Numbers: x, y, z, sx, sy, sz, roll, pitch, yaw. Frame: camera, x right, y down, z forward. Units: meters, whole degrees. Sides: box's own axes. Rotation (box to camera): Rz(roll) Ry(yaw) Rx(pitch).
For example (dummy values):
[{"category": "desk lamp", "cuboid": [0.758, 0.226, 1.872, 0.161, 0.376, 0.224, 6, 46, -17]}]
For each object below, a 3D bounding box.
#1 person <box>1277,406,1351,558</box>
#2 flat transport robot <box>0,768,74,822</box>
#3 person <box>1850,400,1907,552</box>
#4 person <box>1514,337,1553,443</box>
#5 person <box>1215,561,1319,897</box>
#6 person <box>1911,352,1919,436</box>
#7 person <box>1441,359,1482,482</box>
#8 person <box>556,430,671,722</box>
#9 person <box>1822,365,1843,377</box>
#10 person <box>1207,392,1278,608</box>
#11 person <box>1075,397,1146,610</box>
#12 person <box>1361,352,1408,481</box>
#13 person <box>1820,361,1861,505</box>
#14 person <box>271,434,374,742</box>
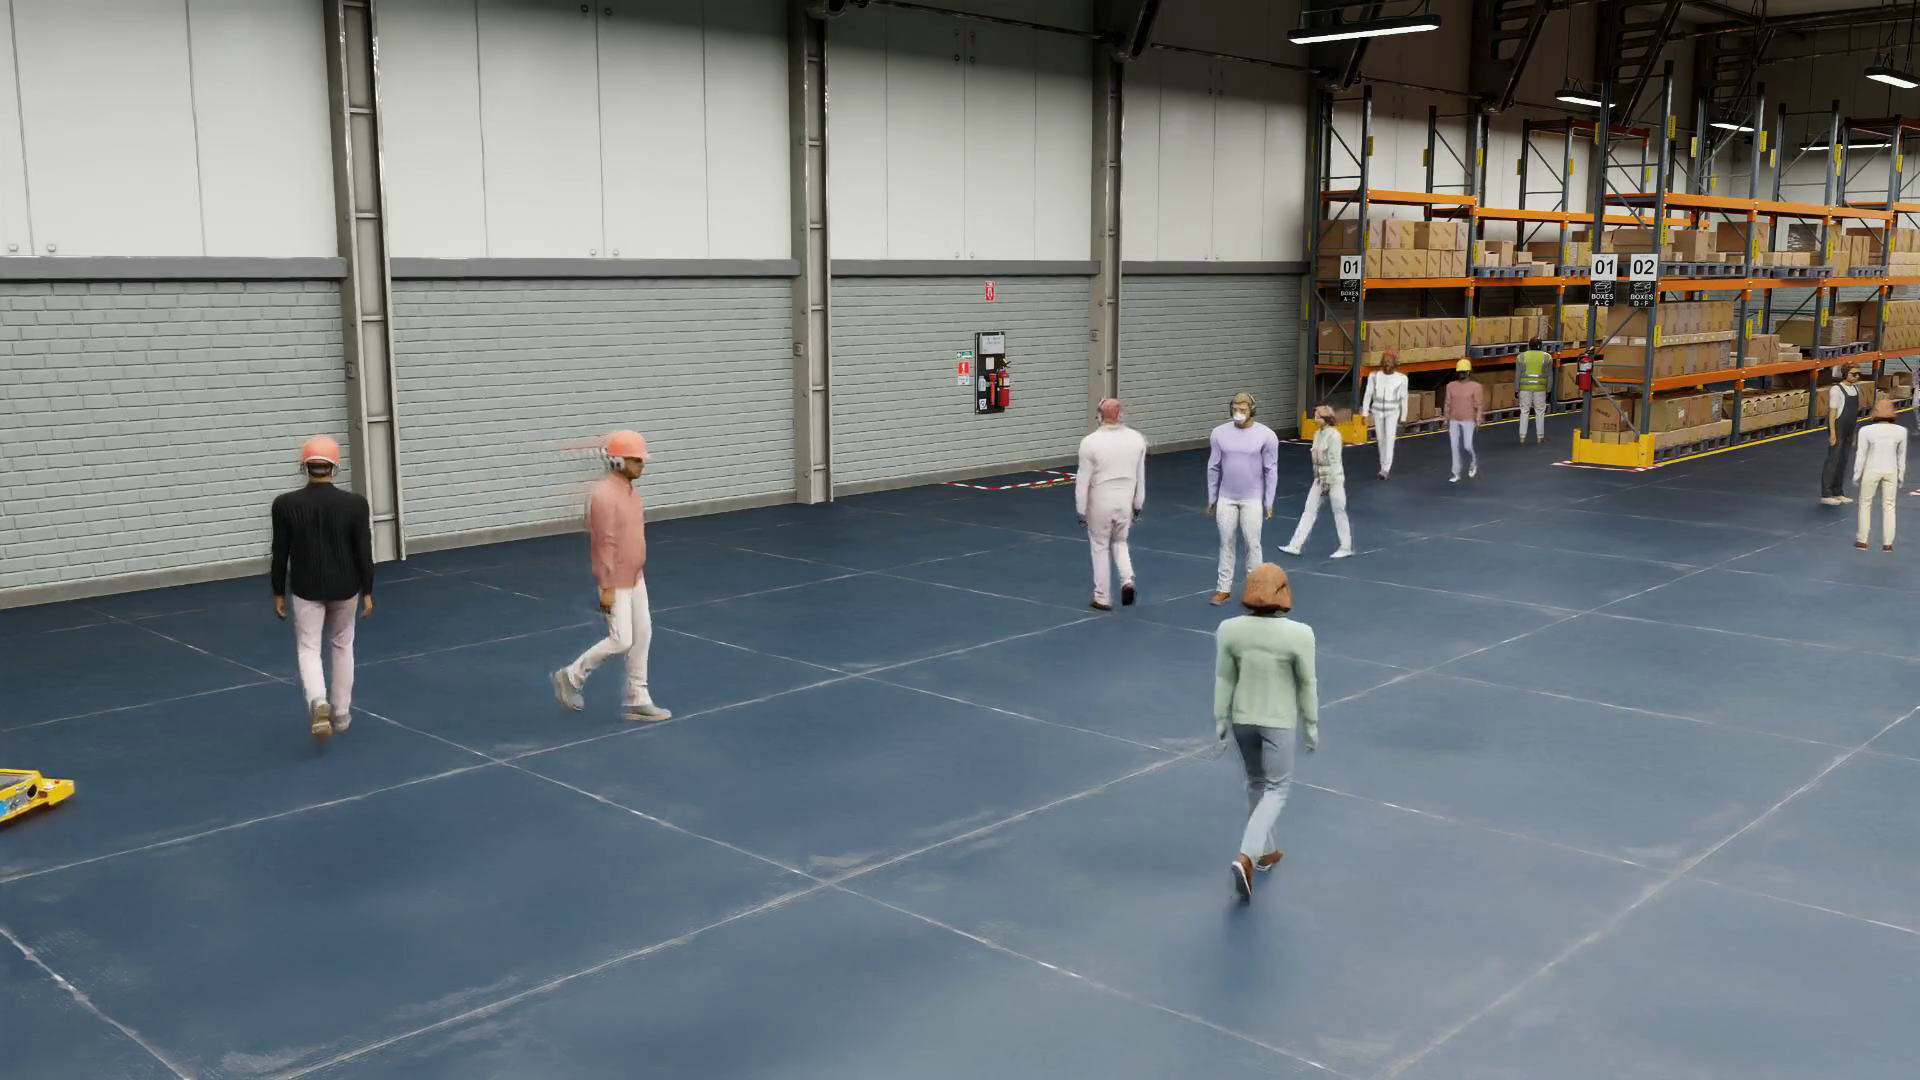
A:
[{"category": "person", "cuboid": [3.736, -0.585, 17.240, 0.825, 1.599, 0.526, -3, 10, -20]}, {"category": "flat transport robot", "cuboid": [-5.492, 1.459, 8.840, 0.652, 0.197, 1.431, 2, 9, 9]}, {"category": "person", "cuboid": [9.859, -0.689, 17.867, 0.518, 1.611, 0.519, 1, 9, 9]}, {"category": "person", "cuboid": [9.915, -2.591, 28.767, 0.633, 1.837, 0.429, 3, 10, 20]}, {"category": "person", "cuboid": [1.473, 0.907, 8.142, 0.503, 1.610, 0.747, 6, 11, 33]}, {"category": "person", "cuboid": [17.245, -2.719, 29.555, 0.447, 1.832, 0.651, -7, 11, -35]}, {"category": "person", "cuboid": [7.110, -1.693, 23.540, 0.532, 1.754, 0.412, 7, 12, 36]}, {"category": "person", "cuboid": [-2.308, 0.247, 11.033, 0.661, 1.971, 0.621, 2, 10, 15]}, {"category": "person", "cuboid": [19.728, -4.049, 37.556, 0.598, 1.868, 0.478, 9, 13, 43]}, {"category": "person", "cuboid": [2.509, -0.360, 14.864, 0.635, 1.936, 0.355, 5, 10, 27]}, {"category": "person", "cuboid": [1.305, -0.313, 14.687, 0.667, 1.895, 0.427, -4, 10, -23]}, {"category": "person", "cuboid": [6.086, -1.773, 23.822, 0.594, 1.830, 1.005, 5, 11, 29]}, {"category": "person", "cuboid": [11.285, -1.365, 21.270, 0.517, 1.842, 0.326, -6, 11, -32]}, {"category": "person", "cuboid": [-4.076, 0.312, 10.670, 0.622, 1.968, 0.802, -4, 10, -21]}]
